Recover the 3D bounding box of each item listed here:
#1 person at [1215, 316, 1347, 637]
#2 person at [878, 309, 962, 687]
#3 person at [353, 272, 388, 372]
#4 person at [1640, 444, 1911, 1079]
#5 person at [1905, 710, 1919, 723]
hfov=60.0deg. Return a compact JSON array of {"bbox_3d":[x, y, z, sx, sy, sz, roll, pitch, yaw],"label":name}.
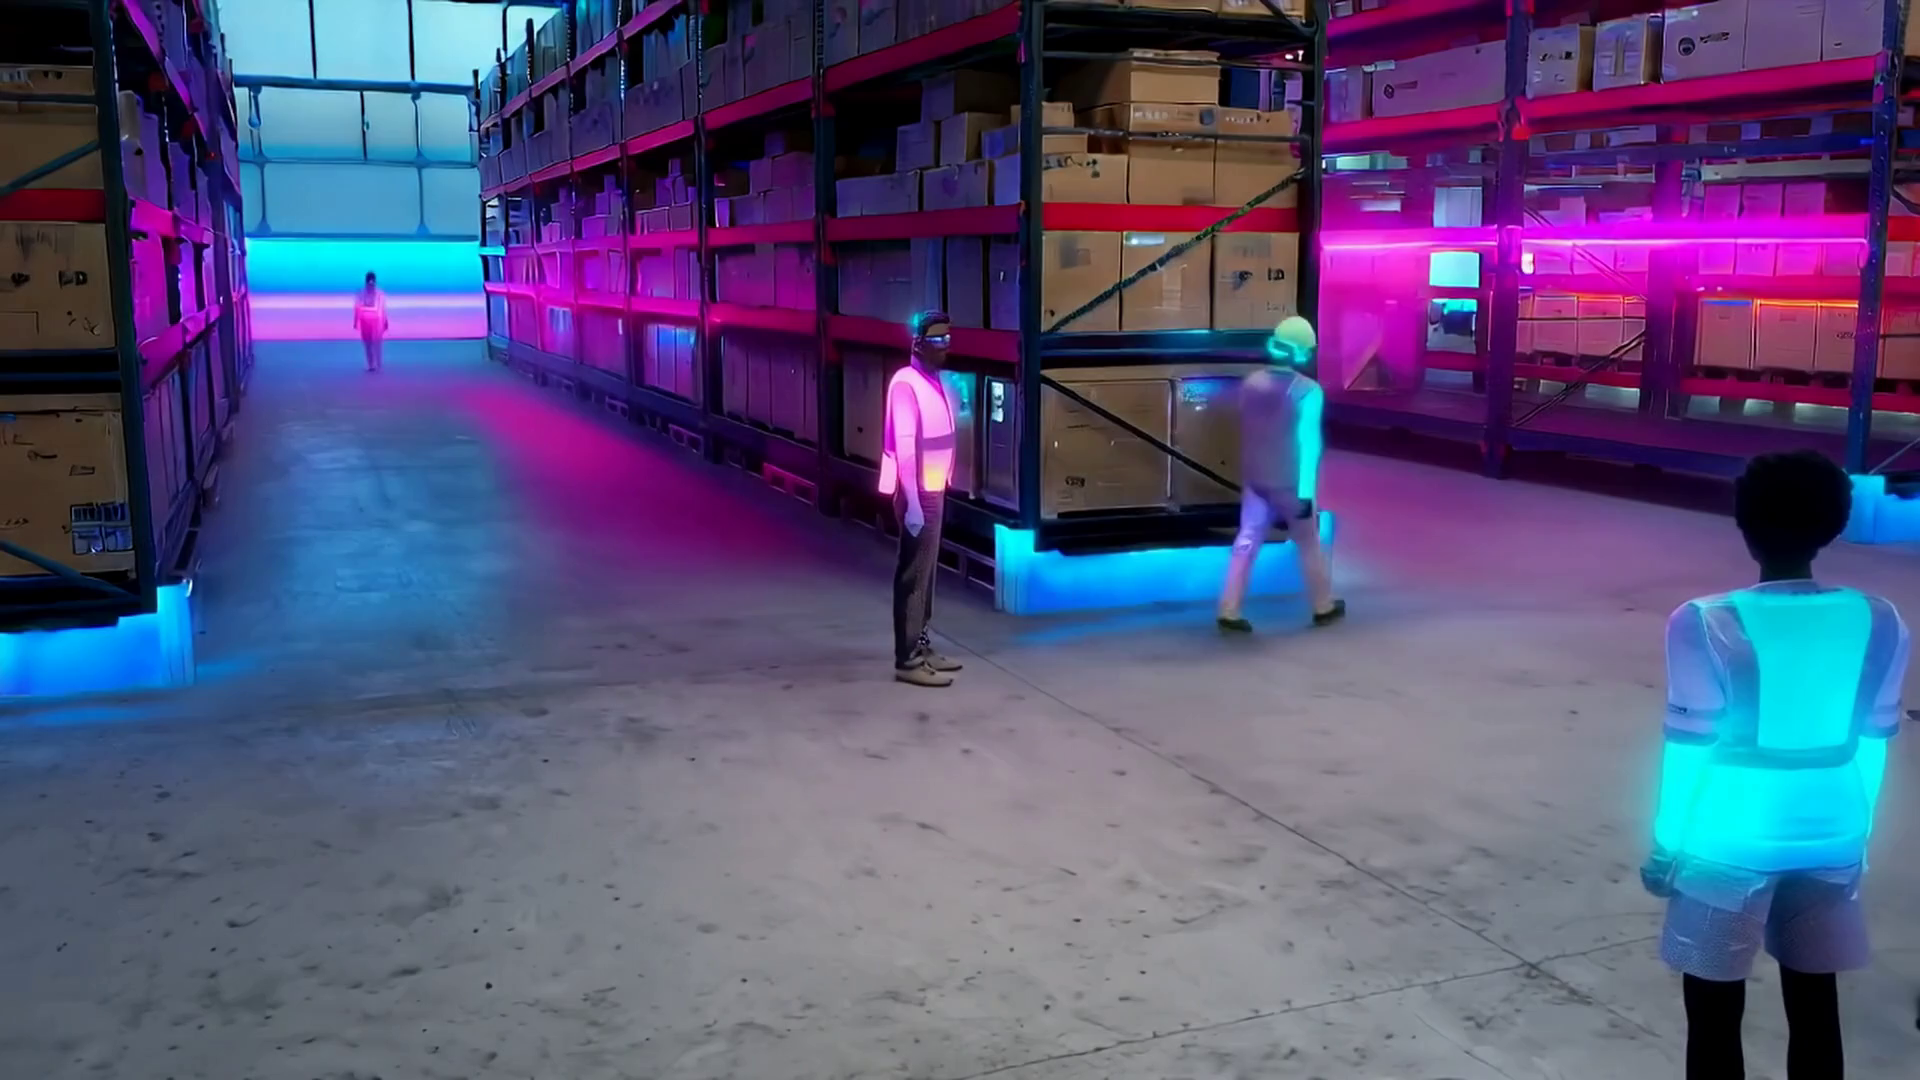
[{"bbox_3d":[1.793,-0.347,9.252,0.967,1.781,0.607,-8,12,-40],"label":"person"},{"bbox_3d":[-0.199,-0.214,8.234,0.387,1.846,0.566,2,10,11],"label":"person"},{"bbox_3d":[-11.278,-4.171,31.833,0.632,1.896,1.046,-3,10,-18],"label":"person"},{"bbox_3d":[1.715,0.643,3.548,0.540,1.696,0.316,-1,10,-8],"label":"person"},{"bbox_3d":[4.552,-0.095,7.380,0.641,1.900,0.401,-5,11,-28],"label":"person"}]
